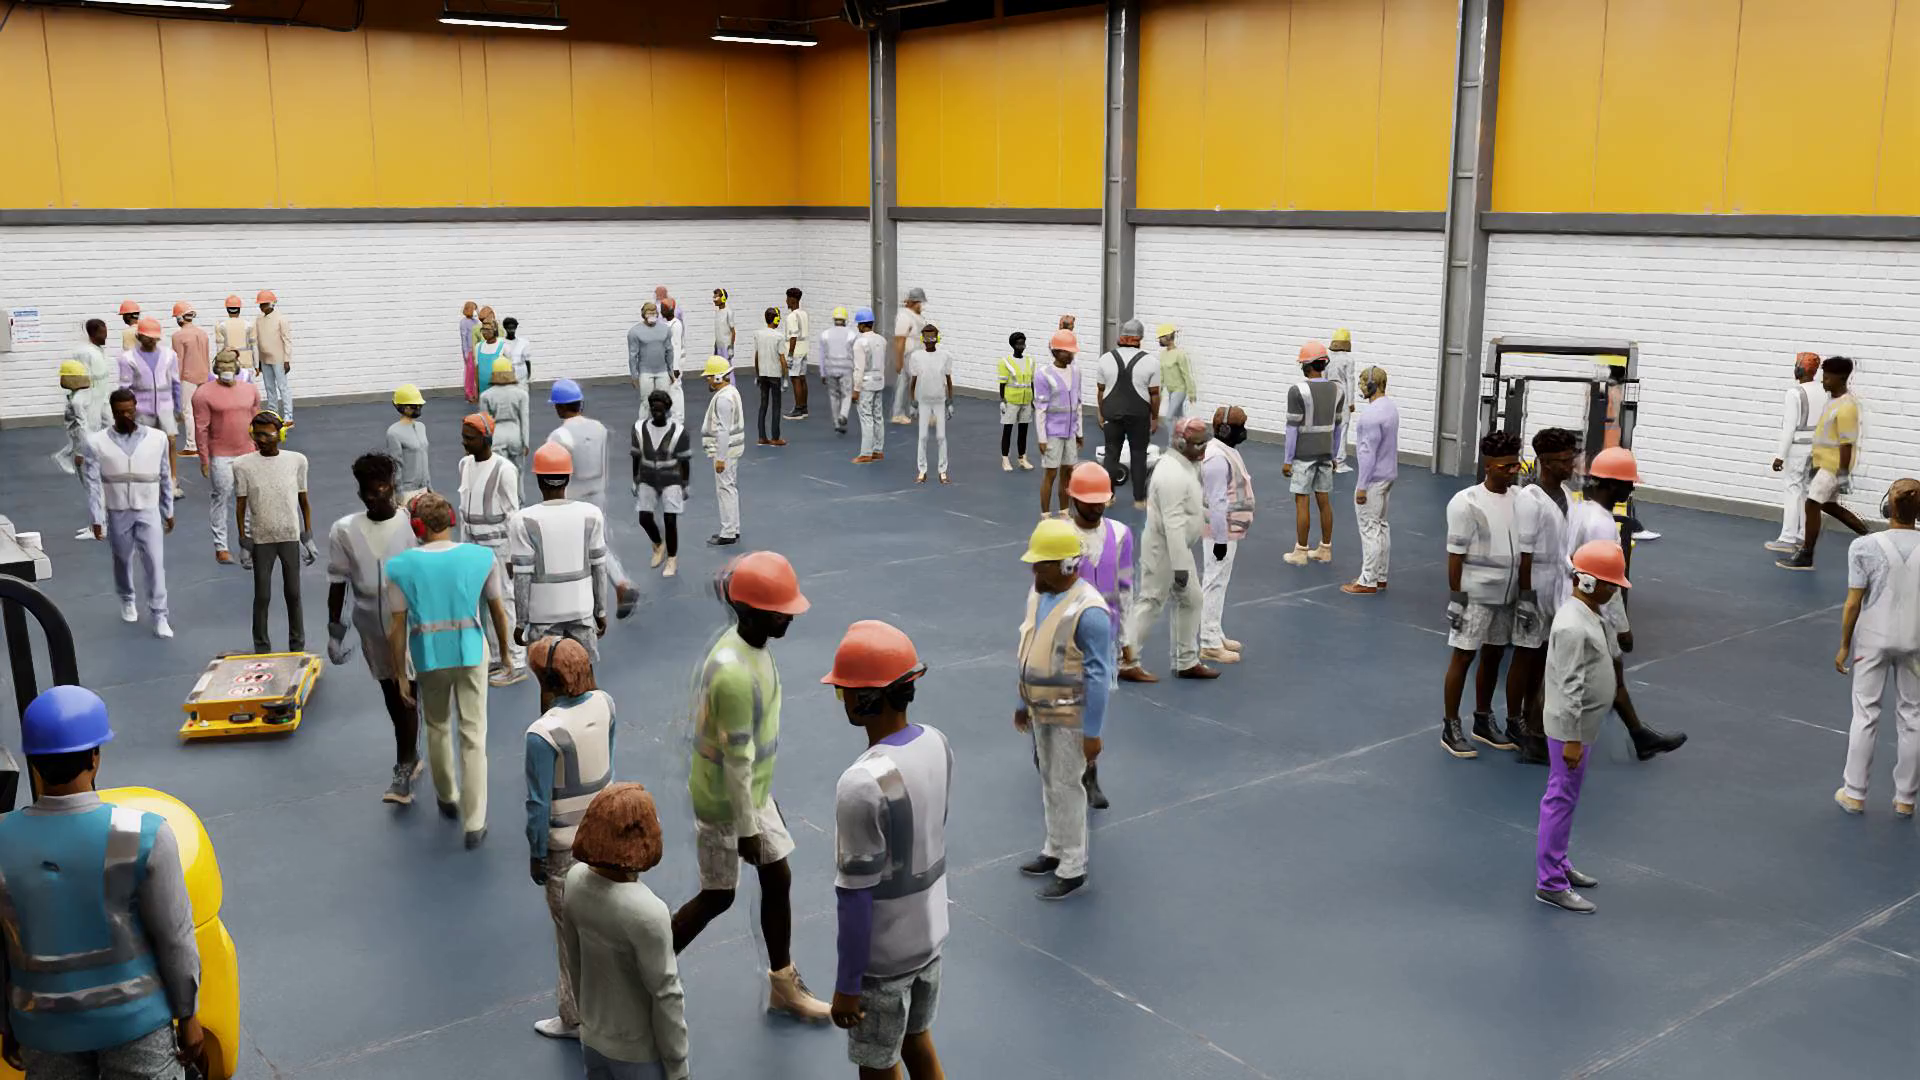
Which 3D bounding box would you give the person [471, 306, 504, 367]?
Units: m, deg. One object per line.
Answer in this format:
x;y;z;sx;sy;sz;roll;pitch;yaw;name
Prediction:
-7.269;-2.788;25.690;0.499;1.632;0.285;-1;12;-5;person

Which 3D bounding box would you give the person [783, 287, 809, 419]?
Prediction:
-2.460;-2.802;24.946;0.361;1.965;0.613;3;12;14;person

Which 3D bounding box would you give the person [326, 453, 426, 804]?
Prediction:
-3.173;0.489;9.148;0.626;1.919;0.975;0;12;0;person

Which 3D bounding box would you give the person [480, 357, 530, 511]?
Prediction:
-4.628;-1.012;16.951;0.498;1.703;0.813;-3;12;-13;person

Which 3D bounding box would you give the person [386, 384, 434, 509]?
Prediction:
-4.592;-0.428;13.968;0.313;1.769;0.523;2;12;11;person

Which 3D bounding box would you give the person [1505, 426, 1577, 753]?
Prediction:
3.504;0.294;9.995;0.367;1.967;0.607;10;15;40;person

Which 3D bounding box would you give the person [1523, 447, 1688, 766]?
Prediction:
3.782;0.411;9.599;0.965;1.890;0.556;3;12;16;person

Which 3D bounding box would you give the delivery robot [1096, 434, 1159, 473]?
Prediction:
1.955;-0.989;19.378;0.707;0.478;0.477;-5;13;-22;delivery robot

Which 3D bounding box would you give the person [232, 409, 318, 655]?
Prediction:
-4.763;0.017;11.605;0.513;1.857;0.331;-7;14;-31;person

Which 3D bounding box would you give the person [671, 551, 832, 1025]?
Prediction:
-0.968;0.994;6.600;0.866;1.991;0.616;2;12;9;person

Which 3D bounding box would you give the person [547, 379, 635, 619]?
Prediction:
-2.924;-0.291;12.909;0.774;1.928;0.617;8;14;33;person

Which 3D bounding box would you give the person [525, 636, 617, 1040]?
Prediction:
-1.518;1.173;6.572;0.313;1.632;0.518;5;13;23;person

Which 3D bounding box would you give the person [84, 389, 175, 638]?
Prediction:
-6.360;-0.234;12.774;0.598;1.880;0.960;-6;13;-28;person

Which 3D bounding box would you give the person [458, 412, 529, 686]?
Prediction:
-3.199;0.061;11.355;0.578;1.876;0.355;10;15;40;person

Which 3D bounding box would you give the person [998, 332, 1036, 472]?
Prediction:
0.695;-1.675;20.159;0.540;1.696;0.316;-7;14;-31;person

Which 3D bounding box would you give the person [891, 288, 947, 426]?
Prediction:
-0.572;-2.664;24.100;1.022;2.000;0.705;4;12;19;person

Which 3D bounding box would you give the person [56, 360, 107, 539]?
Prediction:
-8.562;-0.881;16.210;0.302;1.745;0.483;-4;12;-20;person

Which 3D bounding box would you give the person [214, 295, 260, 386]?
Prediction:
-10.199;-2.486;23.495;0.551;1.934;0.373;-6;13;-28;person

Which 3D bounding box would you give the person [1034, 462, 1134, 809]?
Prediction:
0.665;0.497;9.156;0.543;1.918;0.576;-4;12;-19;person

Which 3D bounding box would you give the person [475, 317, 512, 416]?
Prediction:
-5.734;-1.808;20.441;0.504;1.847;0.344;3;12;15;person

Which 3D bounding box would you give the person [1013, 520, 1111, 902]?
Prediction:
0.439;0.799;7.922;0.471;1.819;0.634;-6;13;-25;person

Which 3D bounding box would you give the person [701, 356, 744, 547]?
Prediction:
-2.257;-0.844;15.865;0.403;1.817;0.601;-1;12;-3;person

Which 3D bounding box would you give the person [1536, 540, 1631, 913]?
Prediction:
2.921;0.856;7.822;0.337;1.743;0.563;5;13;25;person

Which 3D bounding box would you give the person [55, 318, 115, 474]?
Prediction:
-10.437;-1.712;19.913;0.757;1.885;0.604;-2;12;-9;person

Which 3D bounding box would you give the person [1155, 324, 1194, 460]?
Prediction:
2.696;-1.848;20.924;0.704;1.723;0.540;-4;12;-18;person

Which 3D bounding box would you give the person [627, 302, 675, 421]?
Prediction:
-4.121;-2.220;22.241;0.637;1.930;0.372;-8;14;-34;person

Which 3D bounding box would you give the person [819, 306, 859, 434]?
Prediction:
-1.678;-2.347;23.143;0.597;1.807;0.647;1;12;7;person

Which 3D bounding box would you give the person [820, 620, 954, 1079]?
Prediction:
-0.241;1.249;5.240;0.402;2.036;0.601;5;13;22;person

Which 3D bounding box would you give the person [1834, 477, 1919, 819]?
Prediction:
4.985;0.579;8.912;0.506;1.847;0.349;4;12;20;person

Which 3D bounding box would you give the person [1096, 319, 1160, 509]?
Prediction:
1.815;-1.362;17.811;0.688;2.000;0.537;4;12;18;person

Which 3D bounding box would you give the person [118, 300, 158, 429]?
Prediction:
-11.104;-2.262;22.449;0.388;1.926;0.541;0;12;2;person
